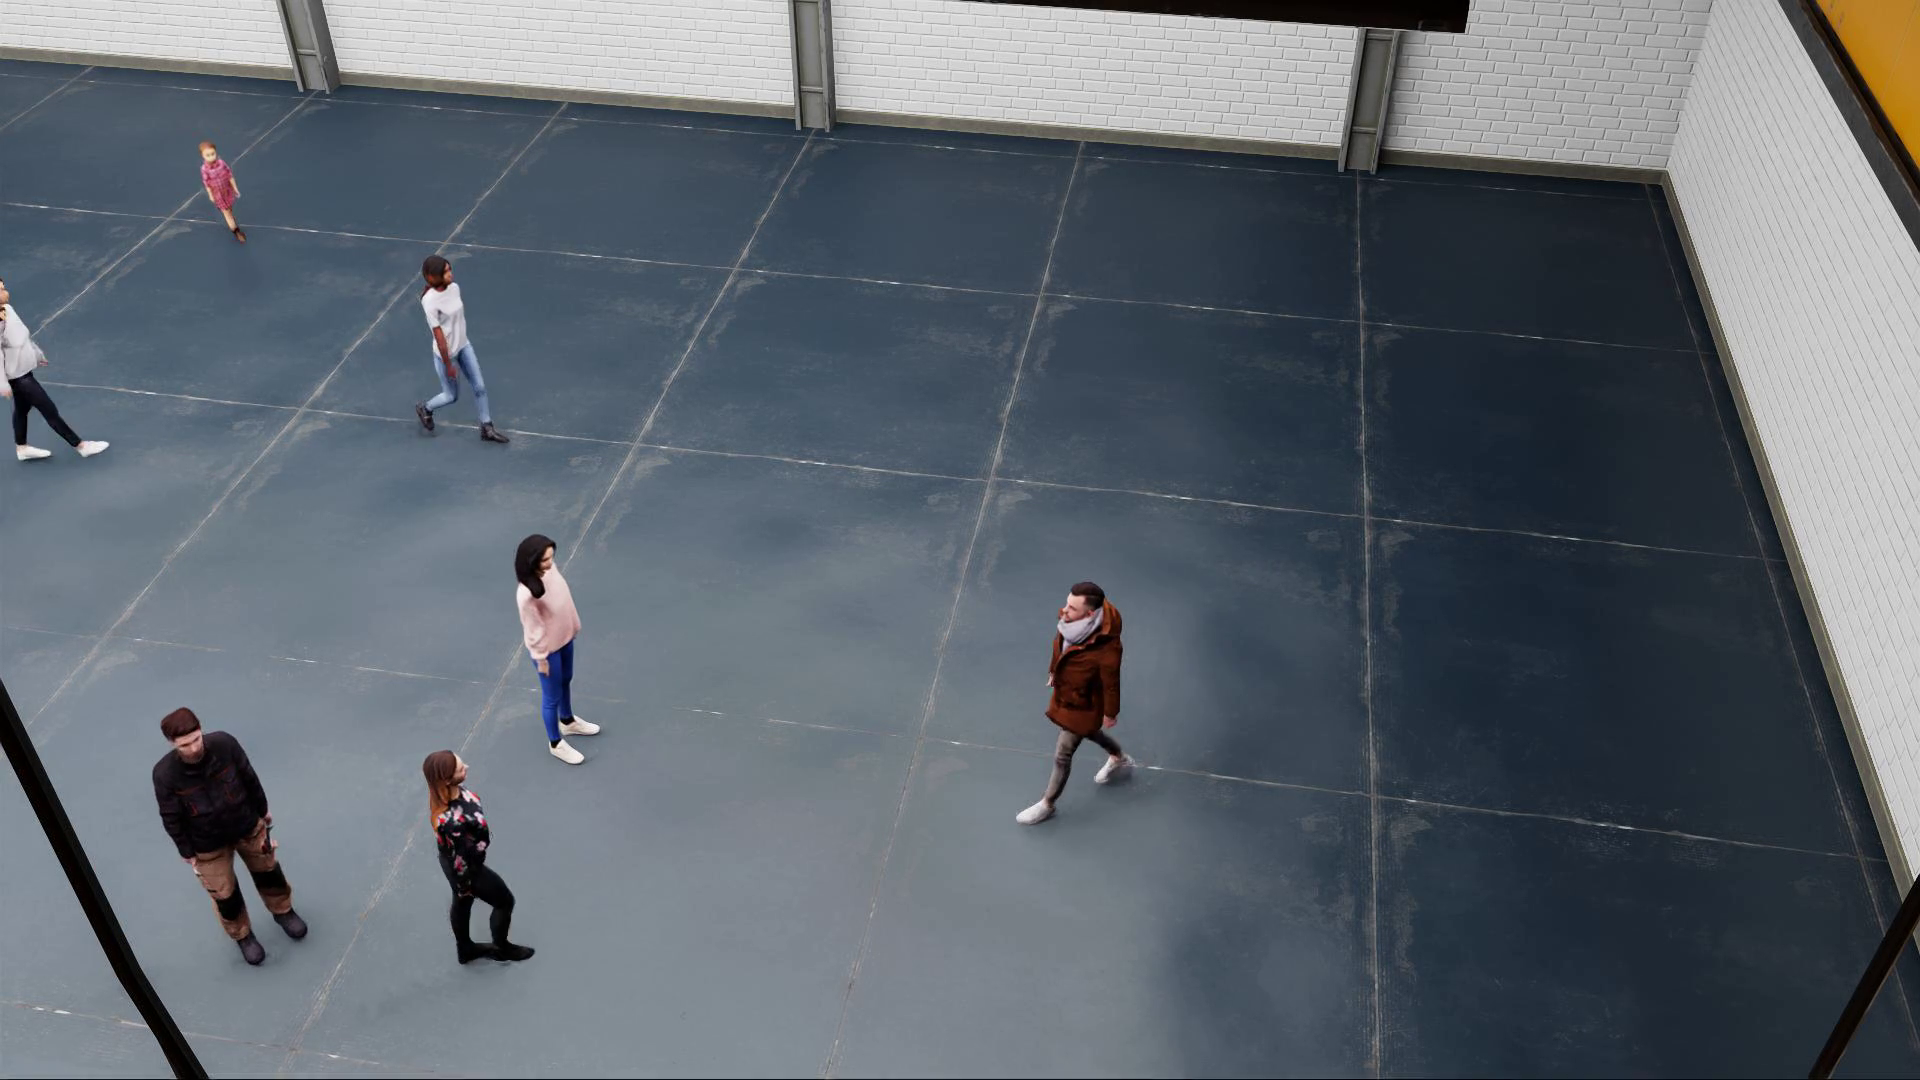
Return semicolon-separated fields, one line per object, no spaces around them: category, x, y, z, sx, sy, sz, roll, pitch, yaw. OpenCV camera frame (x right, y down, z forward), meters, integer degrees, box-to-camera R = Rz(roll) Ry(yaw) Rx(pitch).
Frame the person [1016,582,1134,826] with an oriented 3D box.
person;0.823;0.953;10.260;1.253;1.800;1.106;-16;41;-19

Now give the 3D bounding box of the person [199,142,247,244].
person;-7.305;-3.478;16.450;0.677;1.000;0.779;-29;47;-31

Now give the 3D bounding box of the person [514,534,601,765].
person;-2.622;0.665;10.647;0.546;1.766;0.650;8;39;10

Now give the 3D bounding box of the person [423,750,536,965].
person;-2.844;1.819;9.281;0.791;1.667;0.731;-18;42;-21

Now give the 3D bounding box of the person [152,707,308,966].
person;-4.127;1.615;9.337;0.791;1.916;0.807;-32;48;-34

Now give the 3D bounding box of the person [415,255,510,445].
person;-4.169;-1.511;13.427;1.082;1.698;0.746;14;41;17

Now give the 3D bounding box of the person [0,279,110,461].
person;-7.570;-1.314;13.202;1.078;1.671;0.885;-8;39;-10
